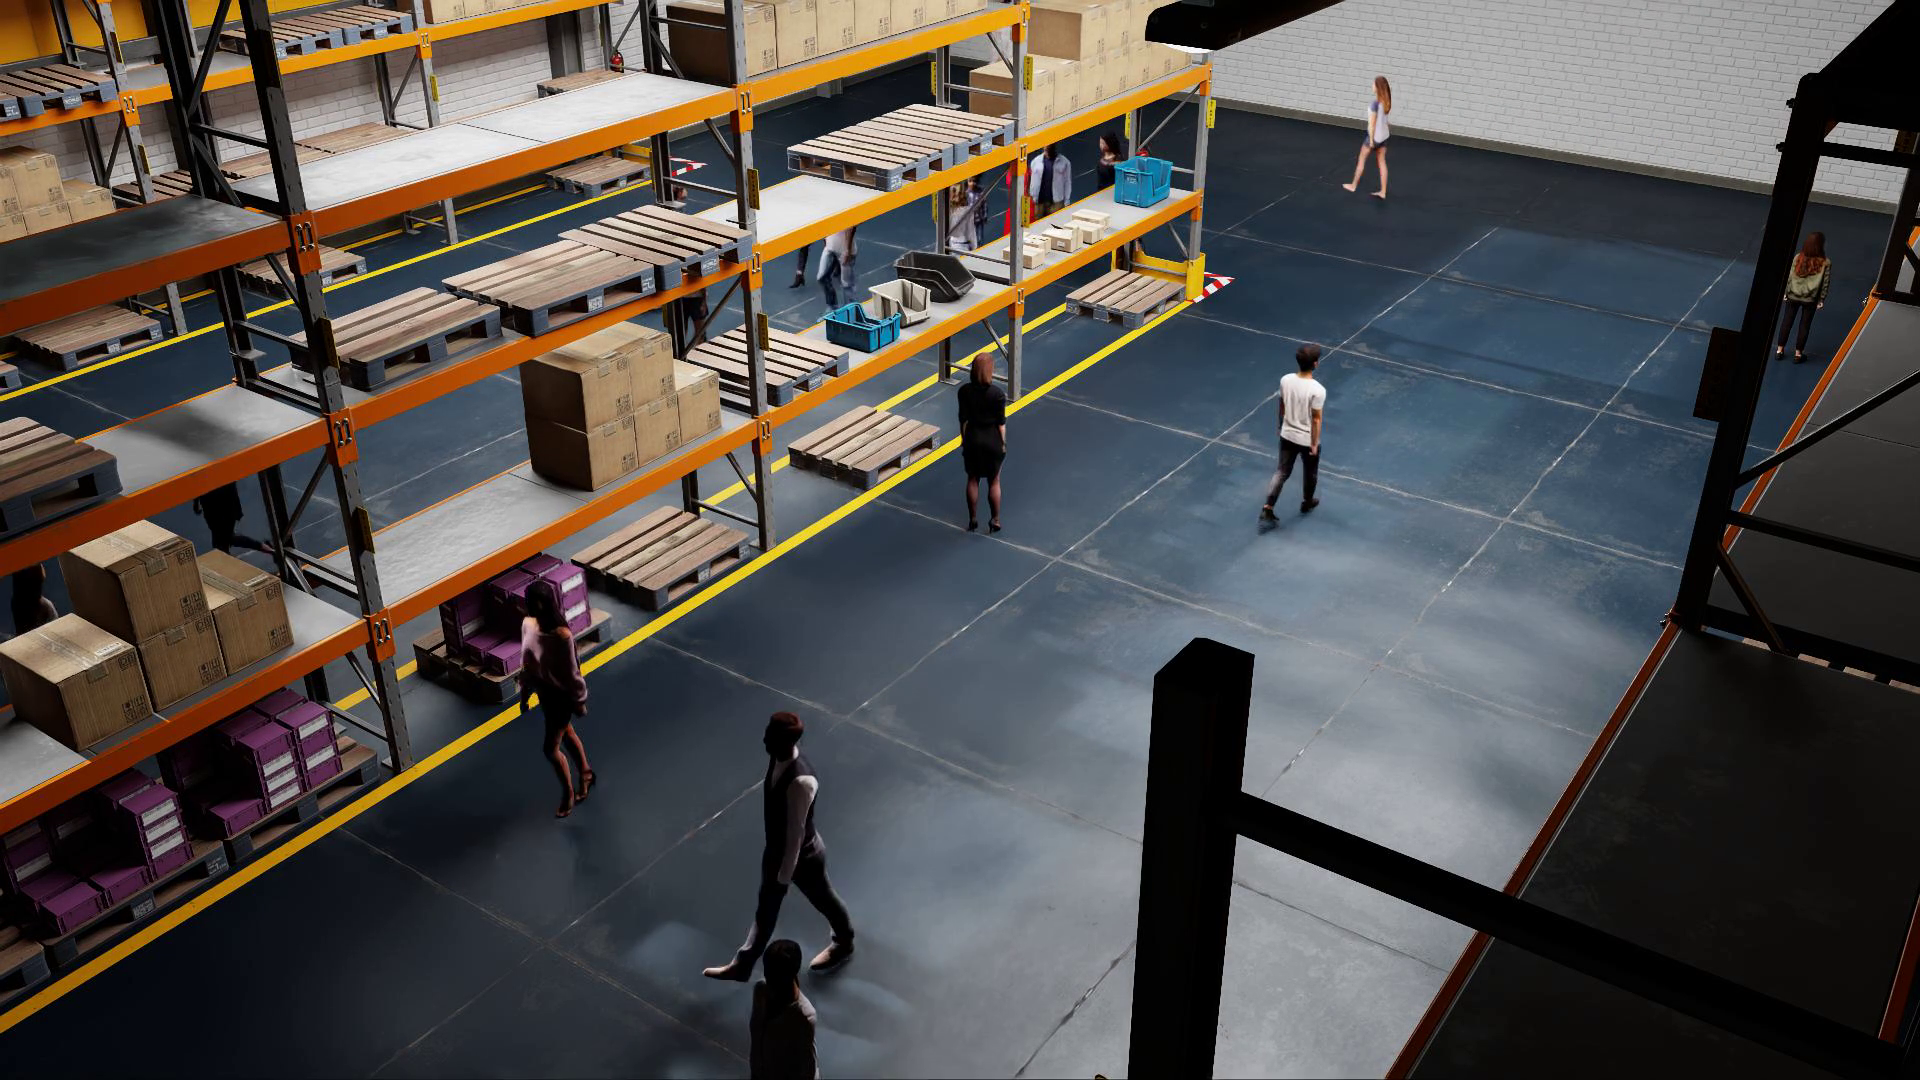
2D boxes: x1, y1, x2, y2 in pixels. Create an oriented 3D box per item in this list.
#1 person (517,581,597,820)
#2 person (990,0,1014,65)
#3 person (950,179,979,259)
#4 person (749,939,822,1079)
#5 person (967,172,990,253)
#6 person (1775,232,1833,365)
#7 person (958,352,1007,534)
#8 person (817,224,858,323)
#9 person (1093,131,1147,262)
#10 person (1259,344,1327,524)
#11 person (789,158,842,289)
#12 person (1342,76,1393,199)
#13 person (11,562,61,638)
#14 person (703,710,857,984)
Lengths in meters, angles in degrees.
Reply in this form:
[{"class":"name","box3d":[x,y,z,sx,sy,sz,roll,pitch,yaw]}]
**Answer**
[{"class":"person","box3d":[-2.650,1.031,11.228,0.634,1.795,0.697,23,36,35]},{"class":"person","box3d":[0.717,-8.309,28.426,1.217,1.723,1.073,-13,31,-23]},{"class":"person","box3d":[-0.091,-3.263,19.124,0.903,1.772,0.728,-24,37,-36]},{"class":"person","box3d":[-0.850,2.683,8.222,0.609,1.774,0.547,24,37,37]},{"class":"person","box3d":[0.189,-4.145,21.286,0.560,1.249,0.580,8,30,14]},{"class":"person","box3d":[9.320,-2.687,18.379,0.588,1.475,0.493,20,35,32]},{"class":"person","box3d":[0.201,-0.850,14.771,0.647,1.704,0.610,8,30,14]},{"class":"person","box3d":[-1.323,-3.408,19.312,0.692,1.846,0.677,22,36,35]},{"class":"person","box3d":[2.028,-4.375,21.260,1.126,1.679,1.064,-5,29,-9]},{"class":"person","box3d":[2.988,-0.917,14.910,0.742,1.689,1.102,24,37,37]},{"class":"person","box3d":[-1.685,-3.966,20.484,0.673,1.703,1.144,23,36,36]},{"class":"person","box3d":[6.016,-5.697,23.664,0.921,1.698,0.809,-21,35,-33]},{"class":"person","box3d":[-6.589,0.863,11.899,0.659,1.448,1.017,12,31,21]},{"class":"person","box3d":[-0.869,1.788,9.727,1.288,1.904,1.048,-13,31,-23]}]
